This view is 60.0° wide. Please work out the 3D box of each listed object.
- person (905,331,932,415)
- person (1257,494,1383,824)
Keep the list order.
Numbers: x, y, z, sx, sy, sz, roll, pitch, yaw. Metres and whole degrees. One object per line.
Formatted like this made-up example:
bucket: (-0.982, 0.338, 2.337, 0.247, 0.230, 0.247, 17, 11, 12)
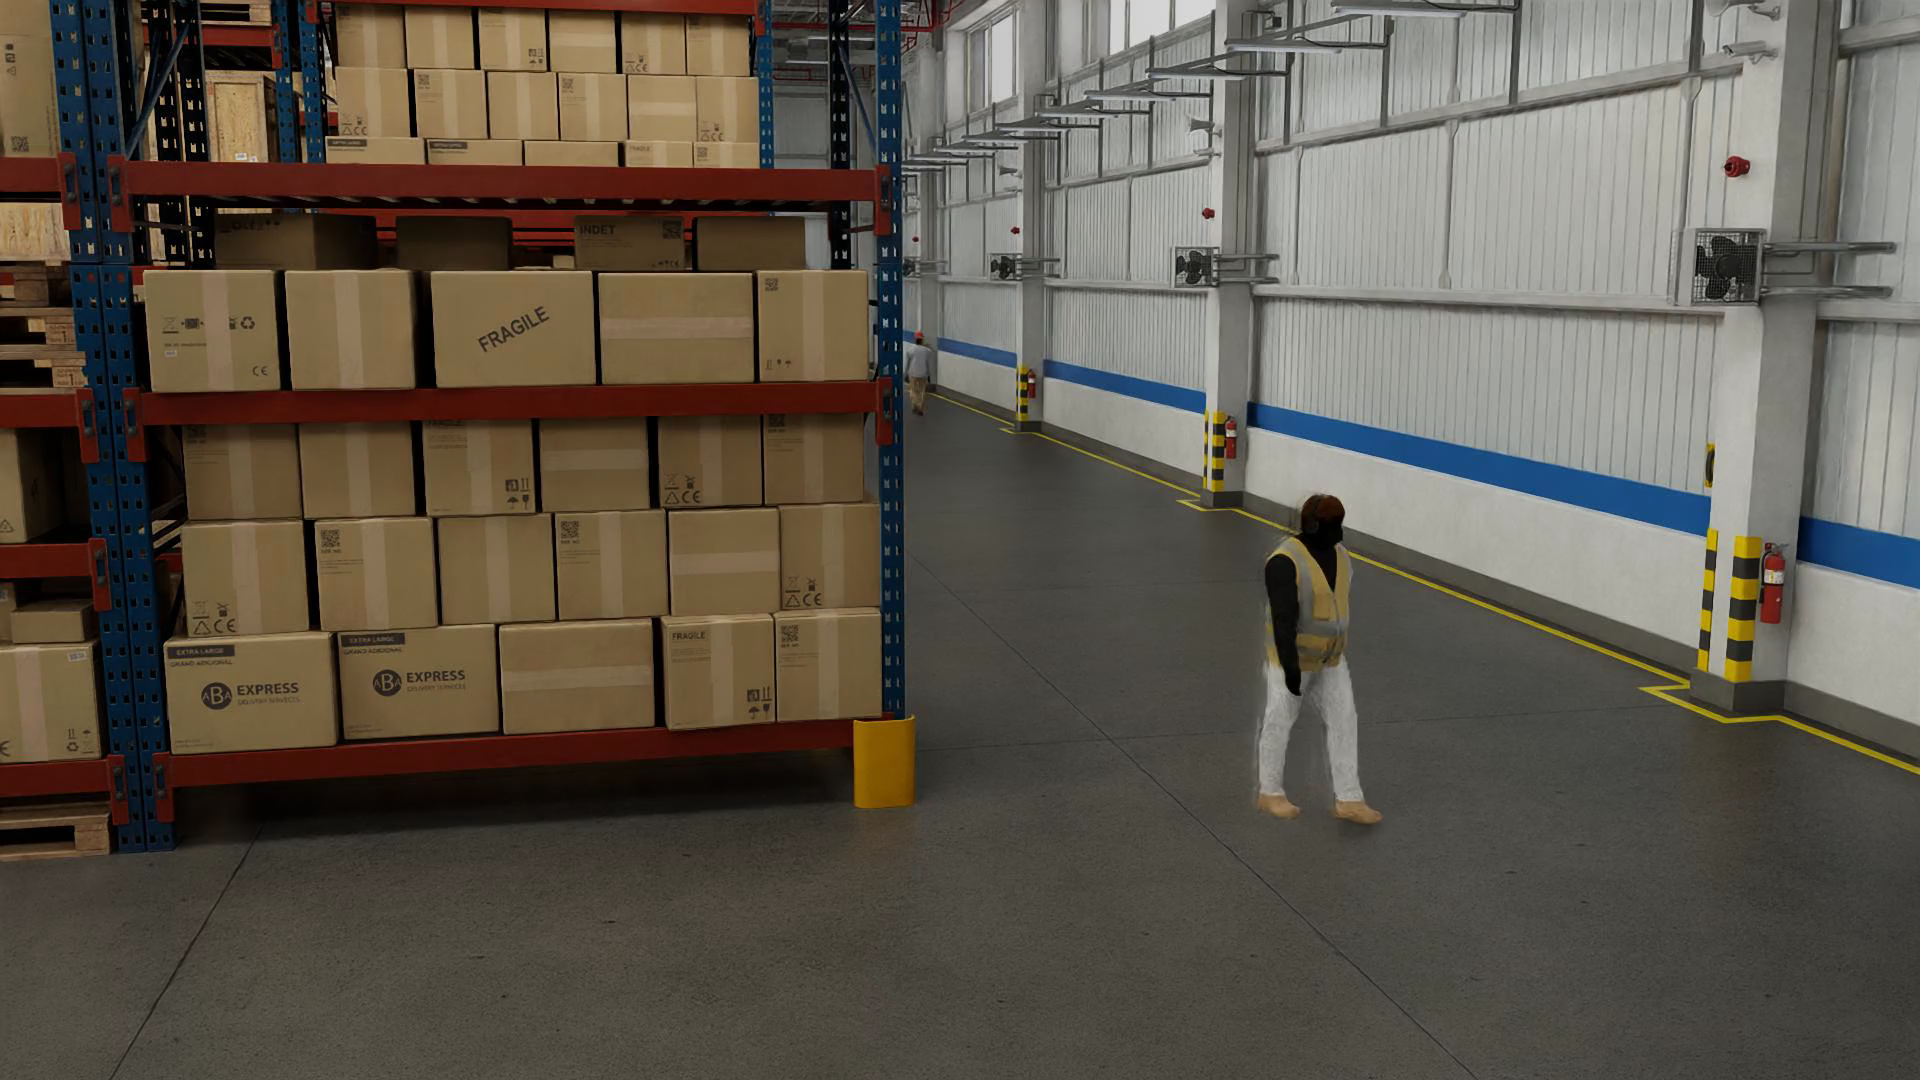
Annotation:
person: (-0.849, -3.402, 34.002, 0.564, 1.741, 0.449, -2, 10, -12)
person: (1.954, 0.667, 9.004, 0.649, 1.813, 0.808, -7, 11, -35)
